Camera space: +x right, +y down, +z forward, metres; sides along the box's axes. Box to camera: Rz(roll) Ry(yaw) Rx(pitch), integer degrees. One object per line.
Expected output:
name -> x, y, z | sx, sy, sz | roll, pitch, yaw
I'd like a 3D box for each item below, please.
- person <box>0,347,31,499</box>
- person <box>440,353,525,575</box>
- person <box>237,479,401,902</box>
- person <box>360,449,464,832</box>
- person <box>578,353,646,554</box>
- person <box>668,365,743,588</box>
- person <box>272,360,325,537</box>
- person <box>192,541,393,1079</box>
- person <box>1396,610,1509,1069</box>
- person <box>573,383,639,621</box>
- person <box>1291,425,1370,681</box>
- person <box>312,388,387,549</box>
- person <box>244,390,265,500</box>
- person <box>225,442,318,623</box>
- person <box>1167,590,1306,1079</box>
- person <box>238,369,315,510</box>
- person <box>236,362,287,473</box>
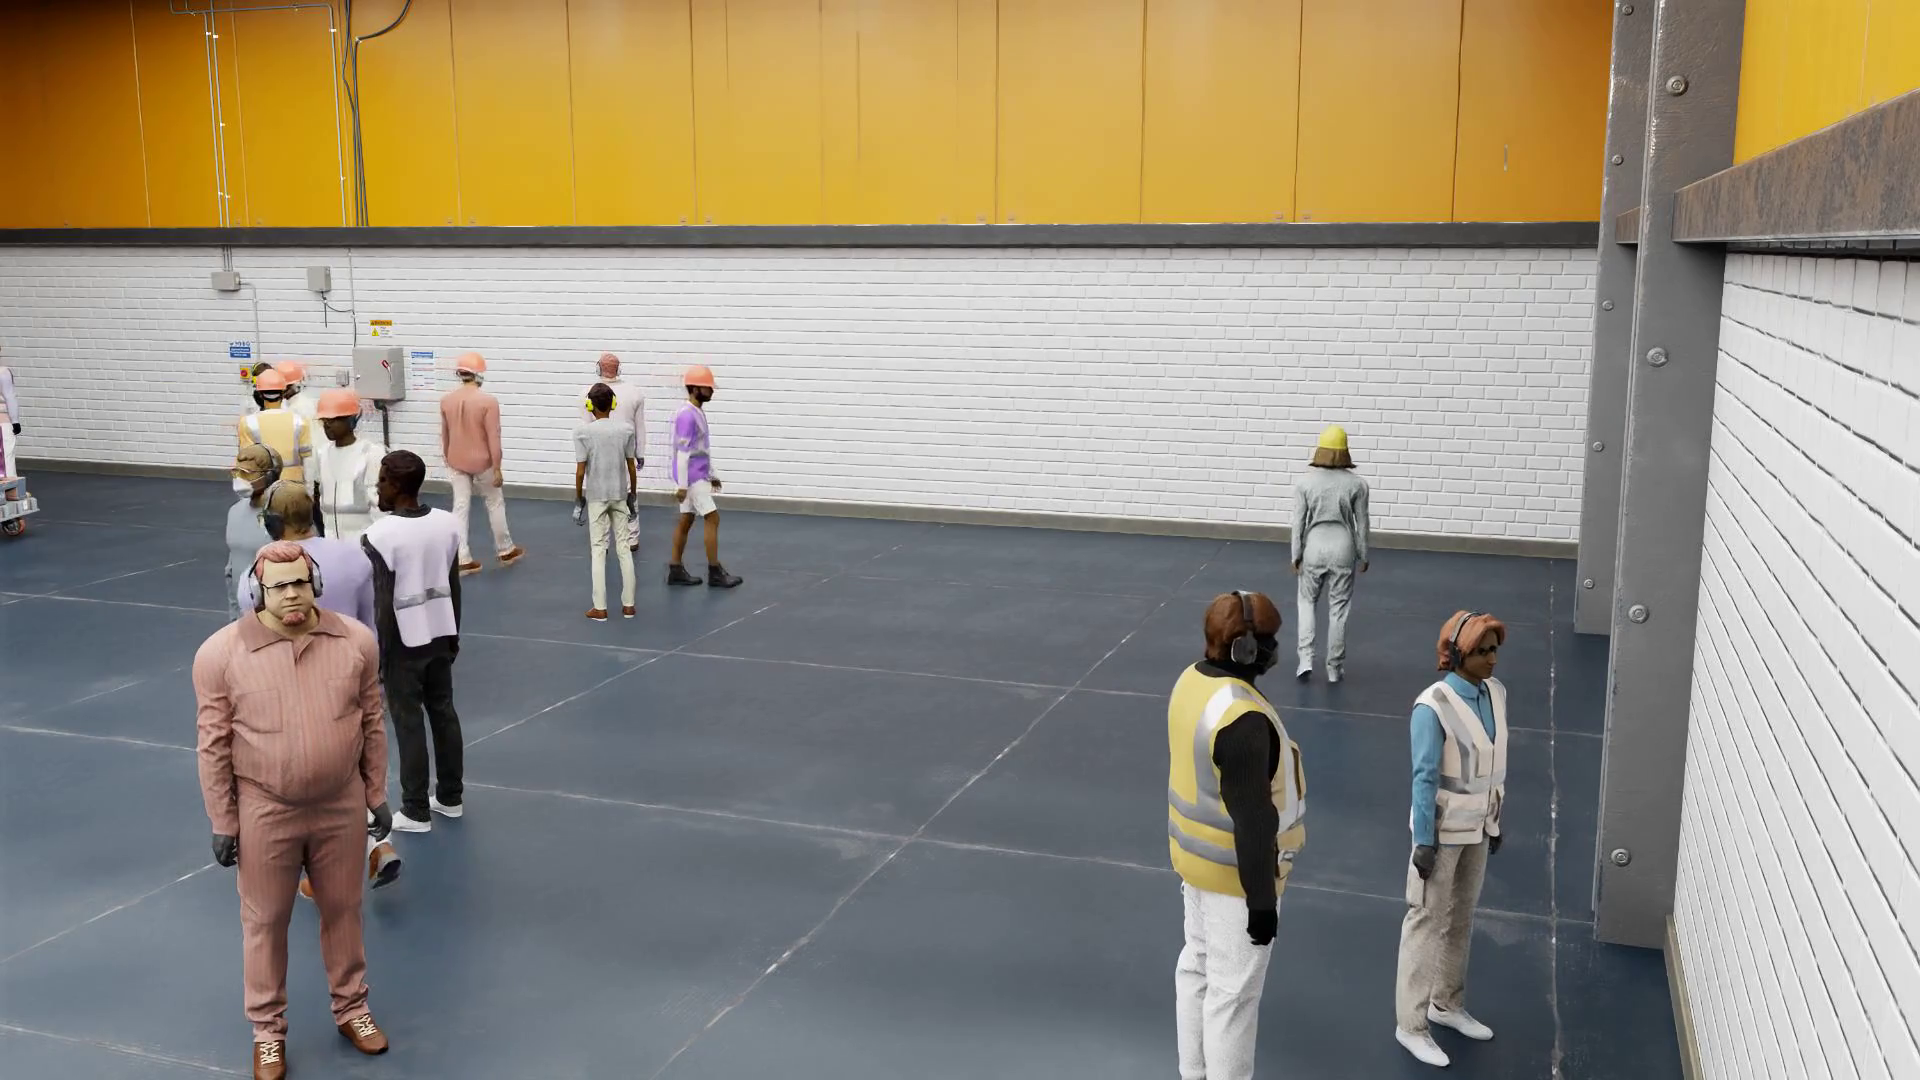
person -> -11.045, -1.365, 19.066 | 0.621, 1.845, 0.429 | 2, 10, 10
person -> -4.305, -0.703, 14.984 | 0.647, 1.960, 0.905 | 3, 10, 15
person -> -2.806, 0.690, 7.263 | 0.479, 1.922, 0.644 | 7, 12, 34
person -> -2.721, 0.502, 8.327 | 0.383, 1.921, 0.597 | 5, 11, 26
person -> -3.315, -0.820, 15.818 | 0.653, 1.906, 0.408 | -5, 11, -26
person -> -2.168, -0.540, 14.217 | 0.795, 1.905, 0.563 | -1, 10, -3
person -> -5.741, -0.562, 14.220 | 0.907, 1.943, 0.632 | -4, 11, -21
person -> -2.331, 0.942, 5.892 | 0.642, 1.908, 0.407 | -8, 13, -36
person -> 1.788, 1.056, 6.003 | 0.523, 1.638, 0.310 | -9, 14, -42
person -> -2.767, -0.297, 12.996 | 0.512, 1.865, 0.329 | -5, 11, -27
person -> 2.475, 0.098, 11.123 | 0.507, 1.740, 0.337 | 3, 11, 17
person -> -3.964, -0.021, 11.049 | 0.614, 2.012, 0.933 | 4, 11, 20
person -> -6.460, -0.651, 15.588 | 0.538, 1.645, 0.894 | 2, 10, 11
person -> -3.510, 0.467, 8.476 | 0.631, 1.940, 0.372 | 6, 12, 31
person -> 0.891, 1.067, 5.377 | 0.429, 1.843, 0.628 | -2, 10, -10
person -> -5.494, -0.407, 13.405 | 0.553, 1.934, 0.364 | -6, 12, -31
person -> -6.607, -0.785, 15.889 | 0.988, 1.825, 0.542 | 9, 13, 40
